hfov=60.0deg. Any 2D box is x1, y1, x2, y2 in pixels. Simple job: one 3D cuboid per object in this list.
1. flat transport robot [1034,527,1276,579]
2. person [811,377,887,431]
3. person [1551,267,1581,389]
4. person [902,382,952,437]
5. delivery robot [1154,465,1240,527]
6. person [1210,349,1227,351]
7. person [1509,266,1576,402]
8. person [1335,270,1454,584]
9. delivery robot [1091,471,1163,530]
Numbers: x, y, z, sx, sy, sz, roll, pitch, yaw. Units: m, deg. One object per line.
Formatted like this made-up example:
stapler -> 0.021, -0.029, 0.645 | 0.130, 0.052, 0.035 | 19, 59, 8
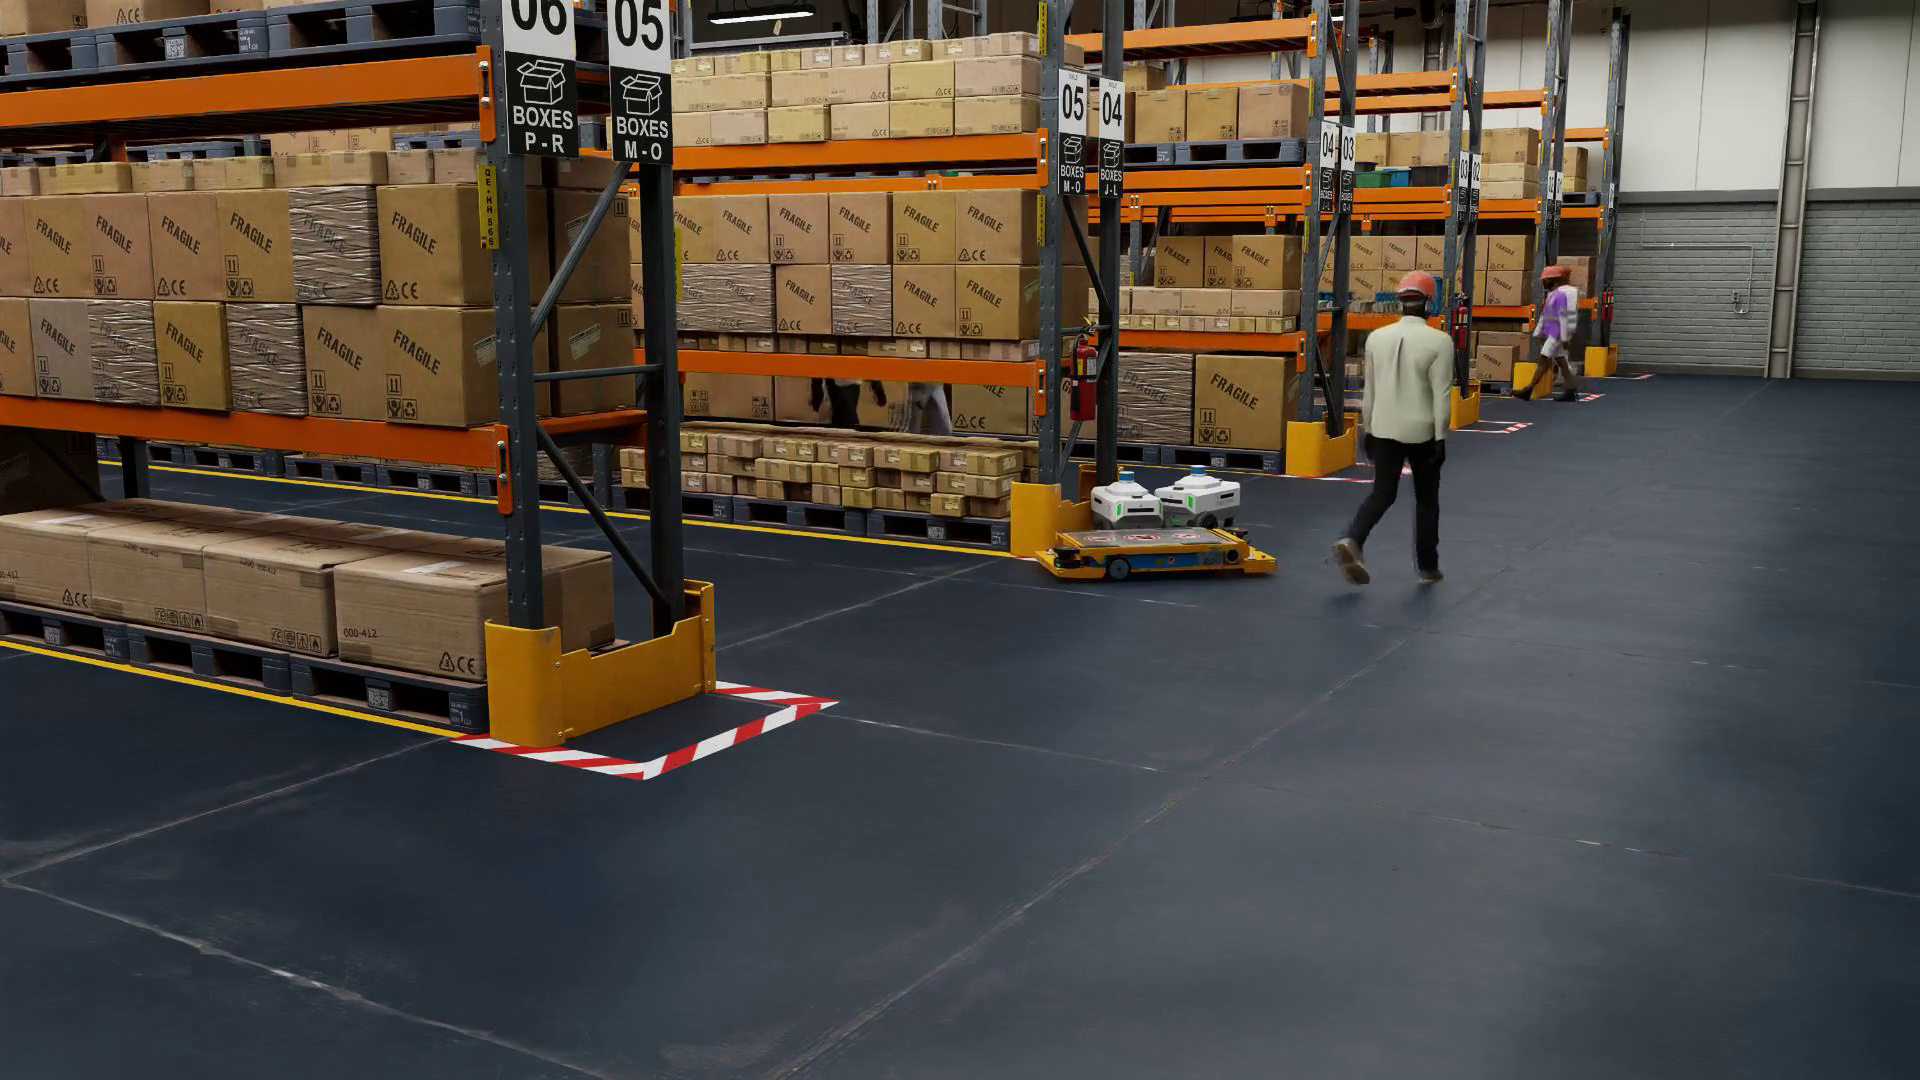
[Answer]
flat transport robot -> 1.247, 0.073, 10.729 | 1.431, 0.197, 0.652 | -2, 10, -10
person -> -0.865, -1.263, 13.882 | 0.985, 1.863, 0.602 | 6, 11, 32
person -> 9.219, -3.212, 25.297 | 0.574, 1.868, 0.555 | -5, 11, -25
person -> -0.337, -1.320, 14.357 | 0.900, 1.830, 0.527 | 9, 13, 43
delivery robot -> 1.675, -0.285, 11.720 | 0.477, 0.478, 0.707 | 8, 13, 39
person -> 3.629, -2.807, 22.739 | 0.619, 1.925, 0.662 | 7, 12, 35
person -> 8.181, -2.858, 23.160 | 0.959, 1.882, 0.544 | 2, 10, 9
person -> 2.661, -0.665, 10.163 | 0.615, 1.959, 0.845 | 9, 13, 42
delivery robot -> 1.136, -0.226, 11.378 | 0.477, 0.478, 0.707 | -2, 10, -10
